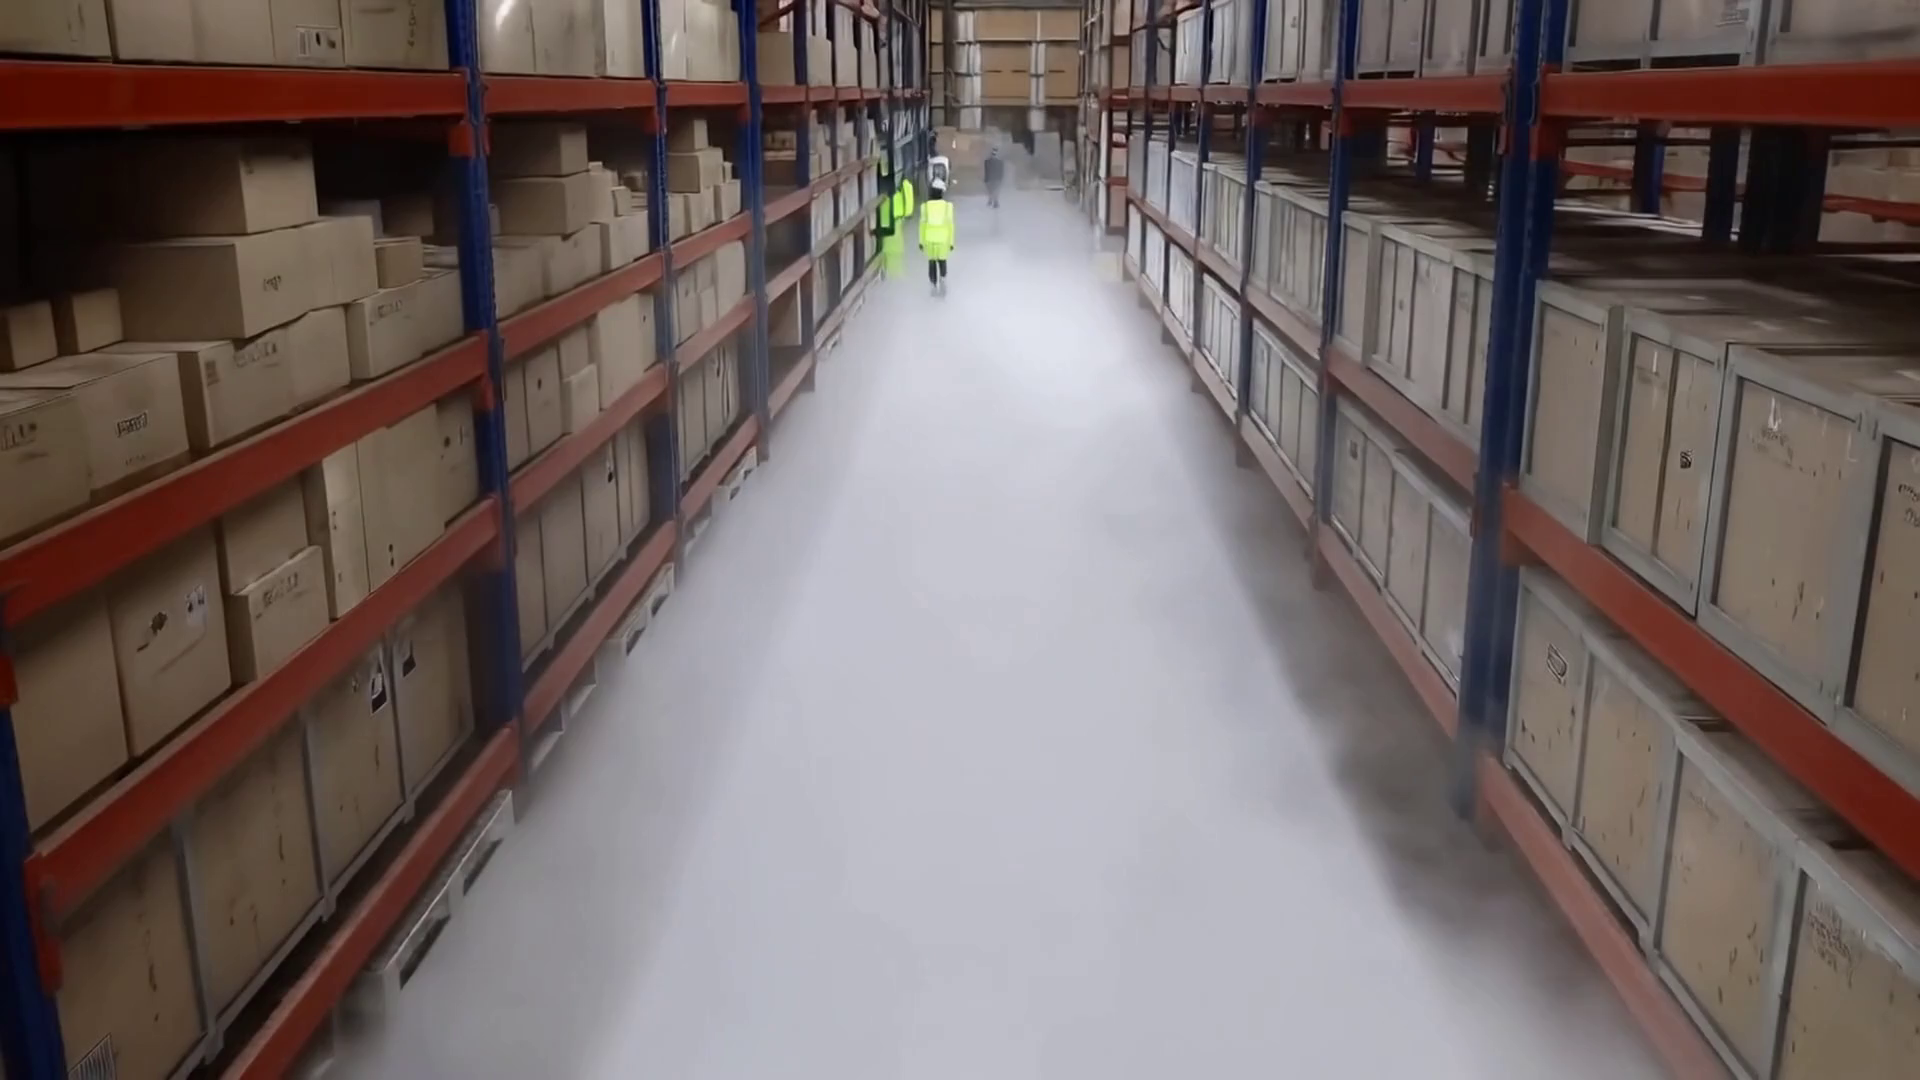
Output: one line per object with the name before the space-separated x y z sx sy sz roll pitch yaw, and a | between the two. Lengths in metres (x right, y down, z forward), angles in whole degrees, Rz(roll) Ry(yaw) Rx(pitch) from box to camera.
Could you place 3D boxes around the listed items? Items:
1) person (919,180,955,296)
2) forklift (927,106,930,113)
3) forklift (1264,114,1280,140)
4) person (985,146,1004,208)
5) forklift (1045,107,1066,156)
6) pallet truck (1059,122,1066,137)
person | -0.396 -5.211 28.835 0.614 2.018 0.804 -1 15 -5
forklift | -2.001 -20.667 84.687 1.129 2.768 1.873 0 15 2
forklift | 11.027 -14.001 59.886 1.129 2.768 1.873 0 15 2
person | 1.059 -11.243 51.500 0.657 1.893 0.415 -5 16 -20
forklift | 4.513 -19.066 78.729 1.129 2.768 1.873 -7 17 -24
pallet truck | 5.788 -21.111 88.014 1.885 1.965 0.823 5 16 18
